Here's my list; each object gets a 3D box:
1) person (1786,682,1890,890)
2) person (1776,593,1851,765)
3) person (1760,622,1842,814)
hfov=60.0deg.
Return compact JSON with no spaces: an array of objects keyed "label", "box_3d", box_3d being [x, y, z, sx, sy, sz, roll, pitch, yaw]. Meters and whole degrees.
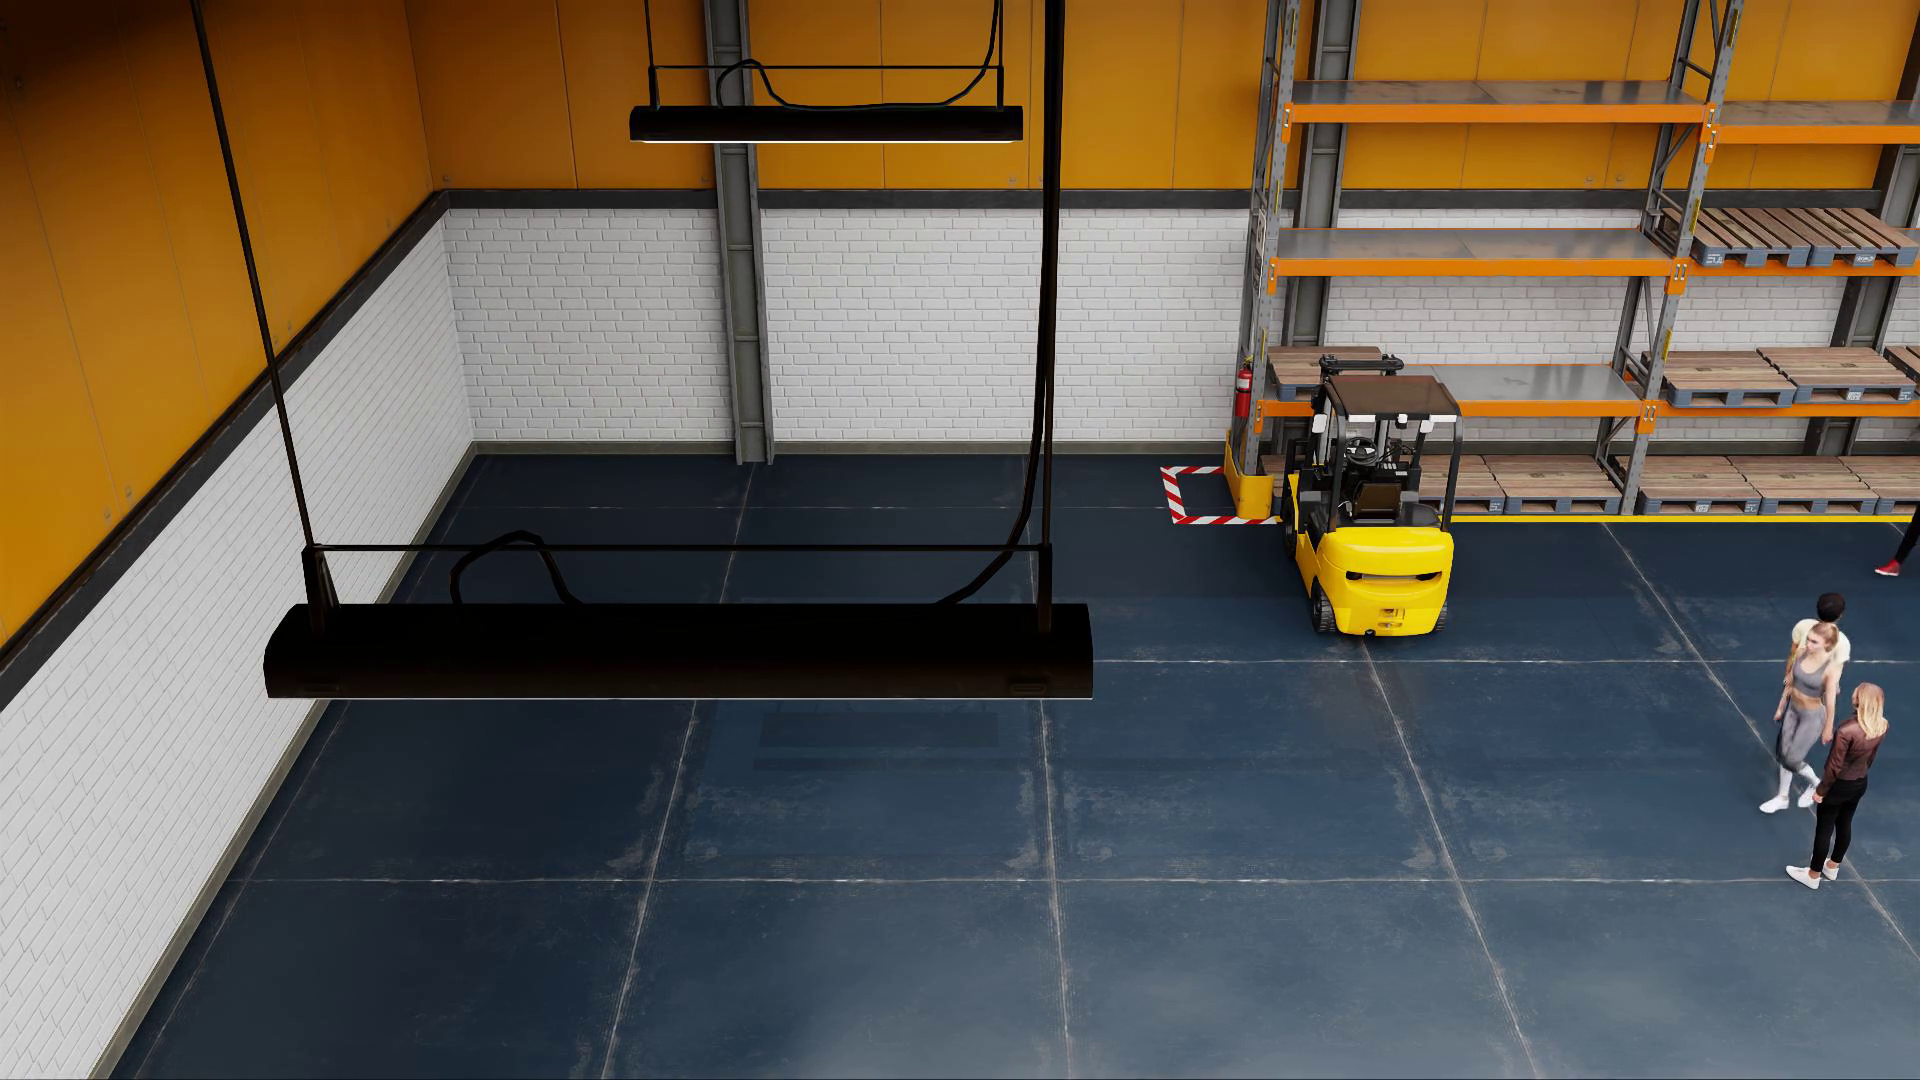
[{"label":"person","box_3d":[6.367,1.766,11.975,0.585,1.704,0.732,-12,31,-21]},{"label":"person","box_3d":[6.751,1.159,13.221,0.868,1.576,0.795,-23,36,-36]},{"label":"person","box_3d":[6.532,1.353,12.751,0.806,1.687,0.684,-10,30,-17]}]
